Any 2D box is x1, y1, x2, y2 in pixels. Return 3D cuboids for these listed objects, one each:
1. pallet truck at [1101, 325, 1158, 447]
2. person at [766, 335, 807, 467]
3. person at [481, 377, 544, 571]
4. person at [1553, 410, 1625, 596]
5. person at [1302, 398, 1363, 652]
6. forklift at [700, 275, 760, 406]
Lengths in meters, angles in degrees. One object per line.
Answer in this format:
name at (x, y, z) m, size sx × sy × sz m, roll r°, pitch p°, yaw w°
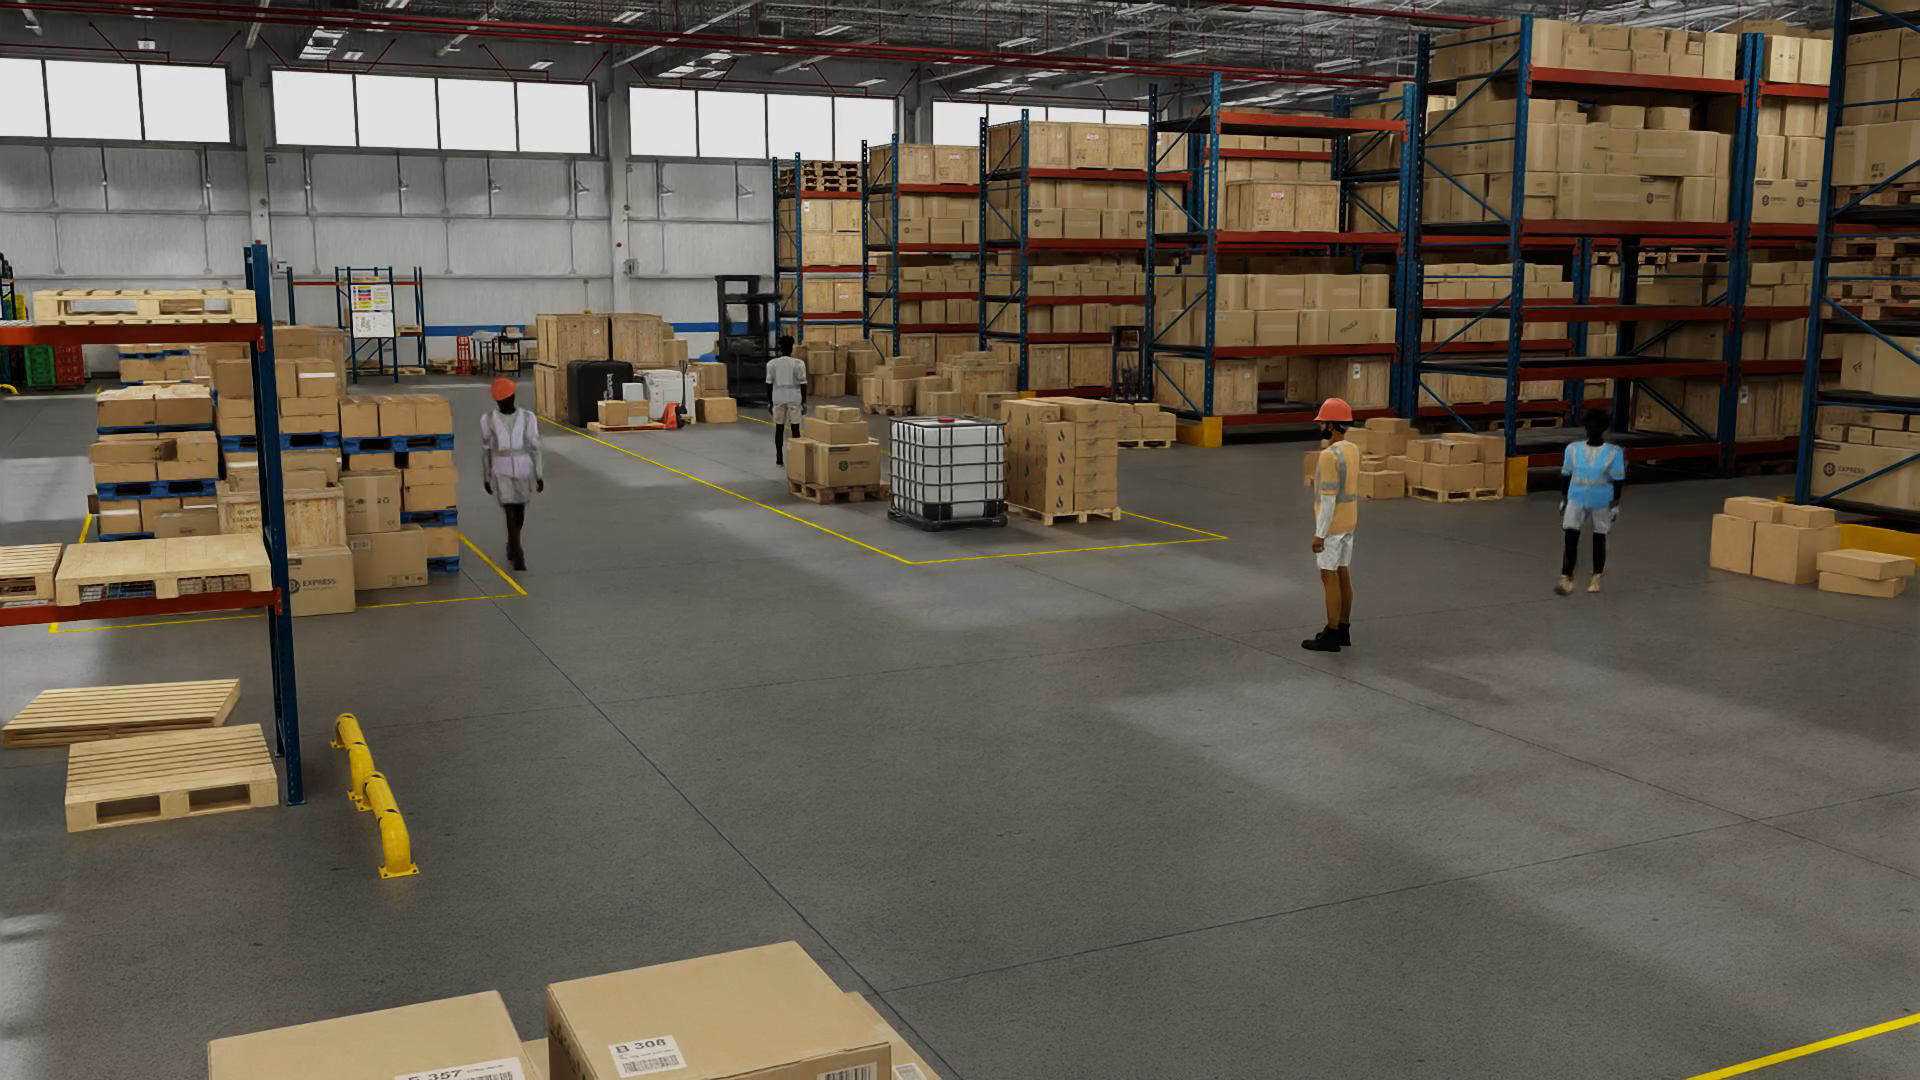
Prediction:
pallet truck at (2.881, -2.596, 27.923) m, size 0.823 × 1.965 × 1.885 m, roll -1°, pitch 9°, yaw -7°
person at (-2.567, -2.062, 24.704) m, size 0.611 × 1.964 × 0.364 m, roll 1°, pitch 9°, yaw 5°
person at (-4.419, -0.676, 16.412) m, size 0.565 × 1.882 × 0.942 m, roll -3°, pitch 10°, yaw -18°
person at (5.576, -0.309, 14.760) m, size 0.559 × 1.657 × 0.843 m, roll 6°, pitch 11°, yaw 32°
person at (2.842, -0.115, 12.719) m, size 0.357 × 1.937 × 0.550 m, roll 6°, pitch 11°, yaw 34°
forklift at (-4.824, -4.371, 36.203) m, size 1.129 × 2.768 × 1.873 m, roll -7°, pitch 11°, yaw -36°
